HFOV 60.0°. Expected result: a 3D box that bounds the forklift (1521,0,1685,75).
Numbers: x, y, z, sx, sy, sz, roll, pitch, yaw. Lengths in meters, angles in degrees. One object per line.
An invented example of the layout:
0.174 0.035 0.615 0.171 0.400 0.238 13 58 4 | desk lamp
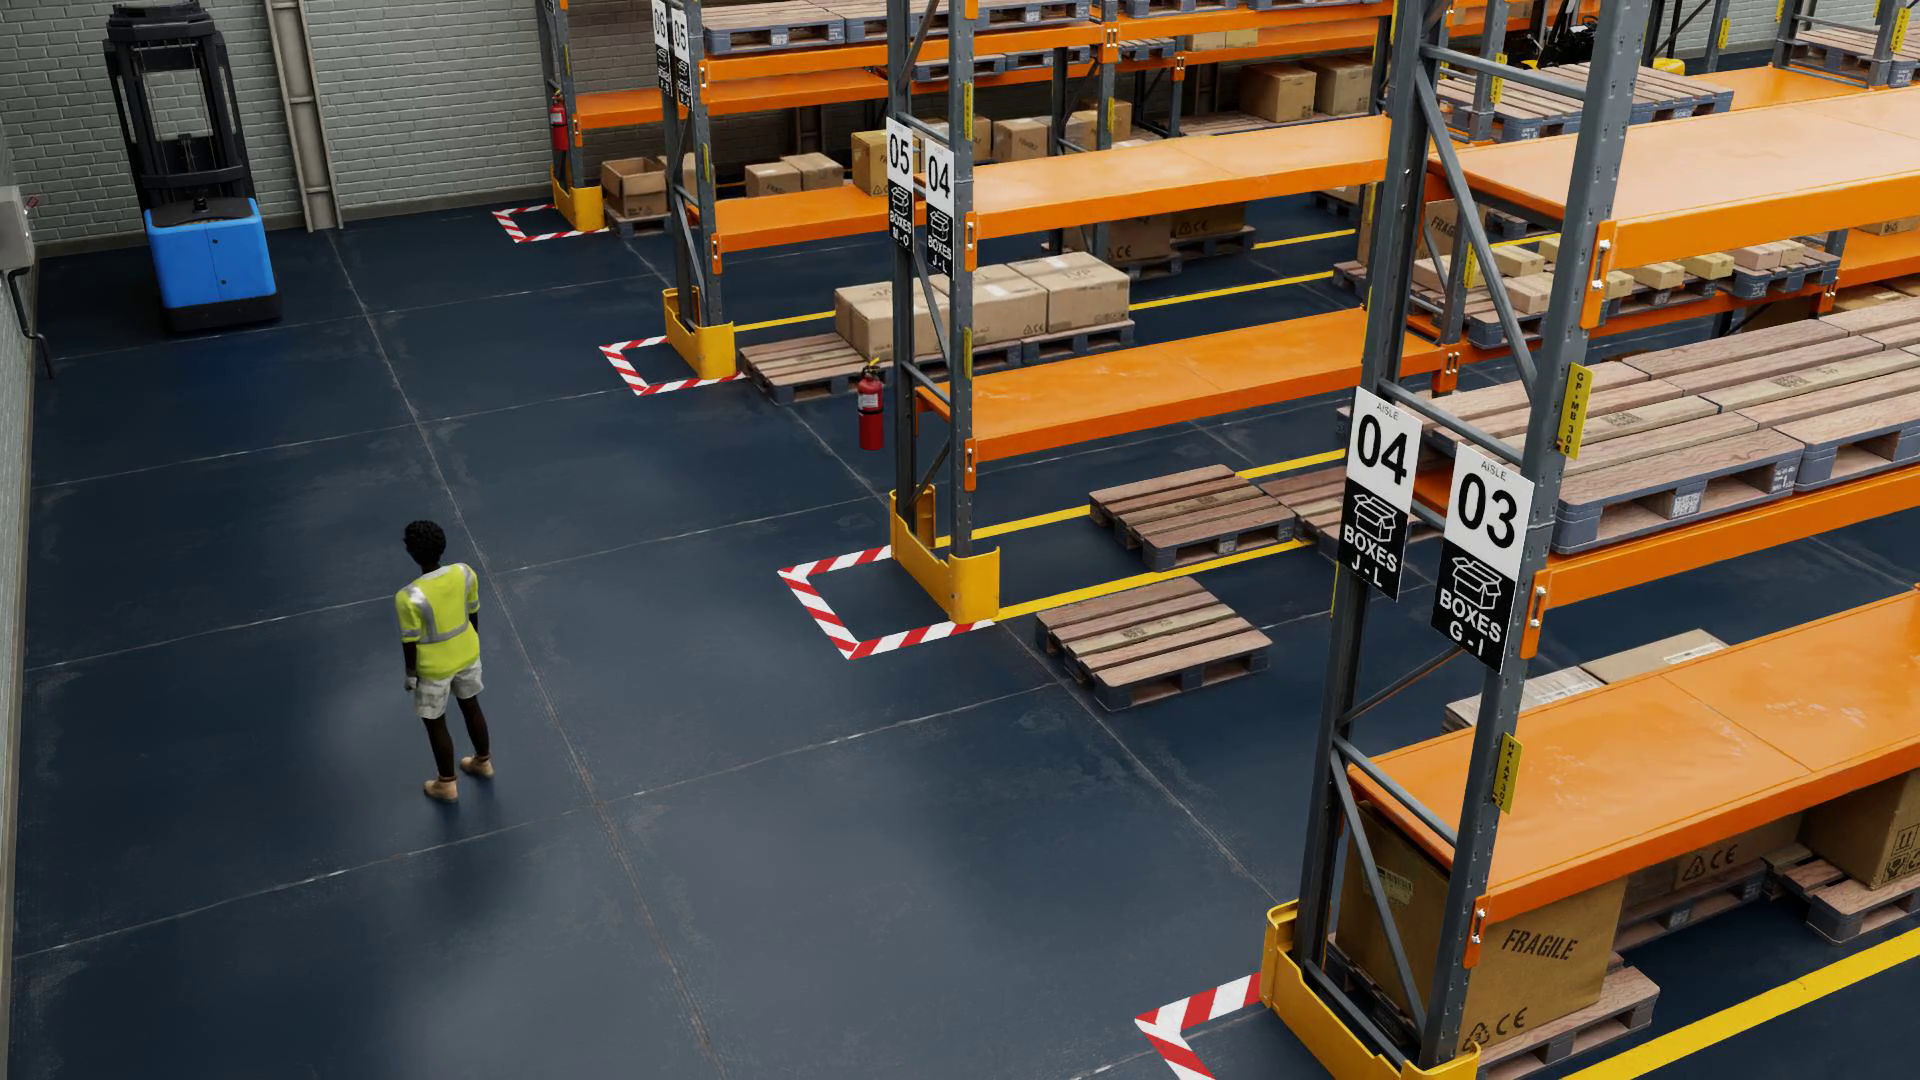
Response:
8.950 -6.807 23.056 1.214 2.155 2.313 -12 30 -22 | forklift

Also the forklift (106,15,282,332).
-7.548 -3.672 16.323 1.129 2.768 1.873 -12 30 -22 | forklift

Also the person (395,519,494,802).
-2.869 0.666 9.287 0.319 1.685 0.537 16 32 28 | person
